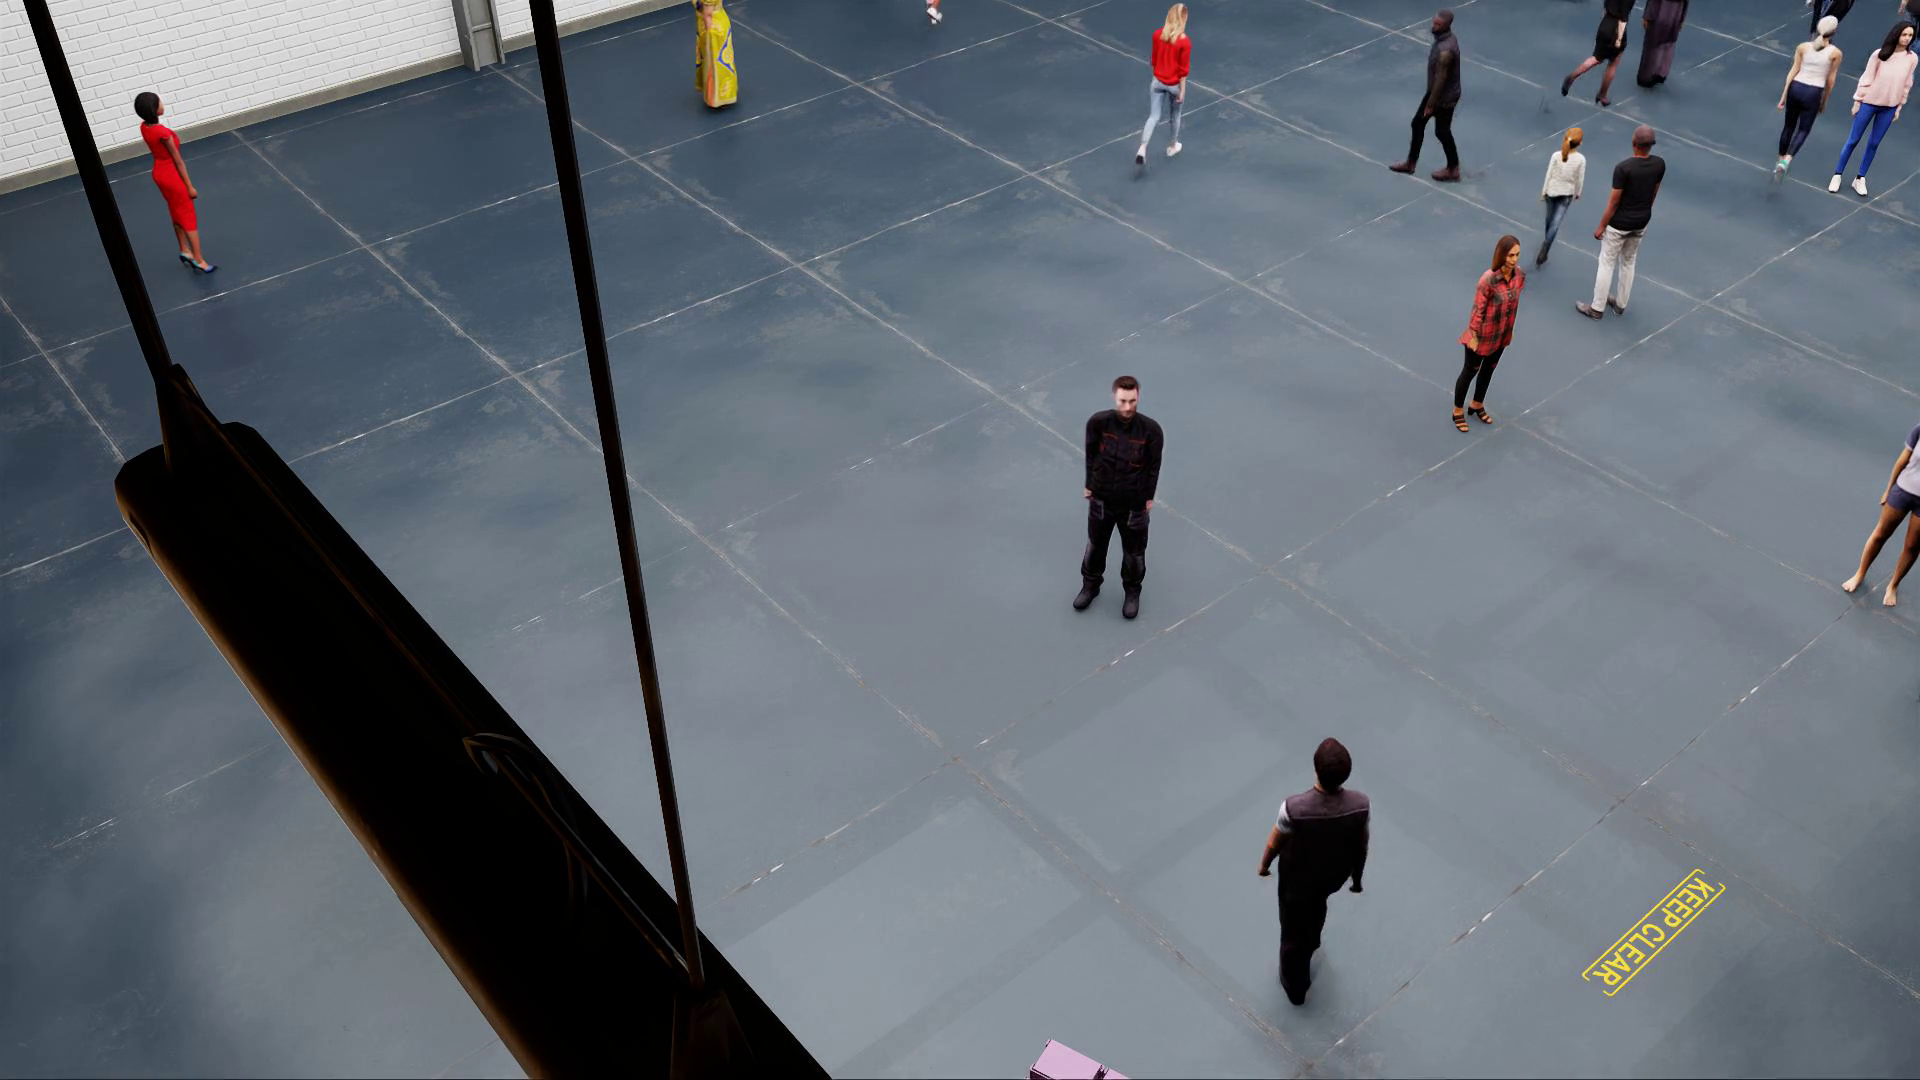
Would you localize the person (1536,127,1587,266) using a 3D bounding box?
[{"bbox_3d":[5.604,-3.195,15.572,0.753,1.281,0.990,16,41,19],"label":"person"}]

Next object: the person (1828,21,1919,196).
[{"bbox_3d":[9.142,-4.315,16.582,0.728,1.769,0.744,10,40,12],"label":"person"}]

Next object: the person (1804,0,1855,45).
[{"bbox_3d":[9.986,-6.095,18.902,0.975,1.656,0.800,-12,40,-15],"label":"person"}]

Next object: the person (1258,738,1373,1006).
[{"bbox_3d":[1.902,1.836,8.827,0.870,1.836,0.932,-4,39,-5],"label":"person"}]

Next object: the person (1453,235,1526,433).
[{"bbox_3d":[4.237,-1.664,13.315,0.559,1.704,0.716,-18,42,-21],"label":"person"}]

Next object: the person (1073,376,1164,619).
[{"bbox_3d":[1.094,-0.308,11.444,0.782,1.920,0.790,11,40,13],"label":"person"}]

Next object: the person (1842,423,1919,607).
[{"bbox_3d":[6.681,-0.303,11.589,0.618,1.732,0.567,28,46,30],"label":"person"}]

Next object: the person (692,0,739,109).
[{"bbox_3d":[-2.707,-5.591,18.271,1.005,1.655,0.976,-1,39,-1],"label":"person"}]

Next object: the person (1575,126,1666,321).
[{"bbox_3d":[5.858,-2.782,14.635,0.672,1.803,0.796,-11,40,-13],"label":"person"}]

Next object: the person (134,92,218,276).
[{"bbox_3d":[-7.253,-3.281,15.311,0.611,1.741,0.573,25,45,28],"label":"person"}]

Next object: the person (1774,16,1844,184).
[{"bbox_3d":[8.486,-4.405,16.762,0.745,1.686,1.055,25,45,28],"label":"person"}]

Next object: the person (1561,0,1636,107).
[{"bbox_3d":[7.025,-5.500,18.133,0.995,1.686,0.821,-9,39,-11],"label":"person"}]

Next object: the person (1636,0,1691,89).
[{"bbox_3d":[7.900,-5.827,18.607,0.832,1.606,0.911,8,39,10],"label":"person"}]

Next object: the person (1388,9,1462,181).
[{"bbox_3d":[4.919,-4.456,16.740,1.116,1.793,1.043,5,39,7],"label":"person"}]

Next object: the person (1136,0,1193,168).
[{"bbox_3d":[2.082,-4.629,17.049,0.851,1.677,1.136,21,43,24],"label":"person"}]
